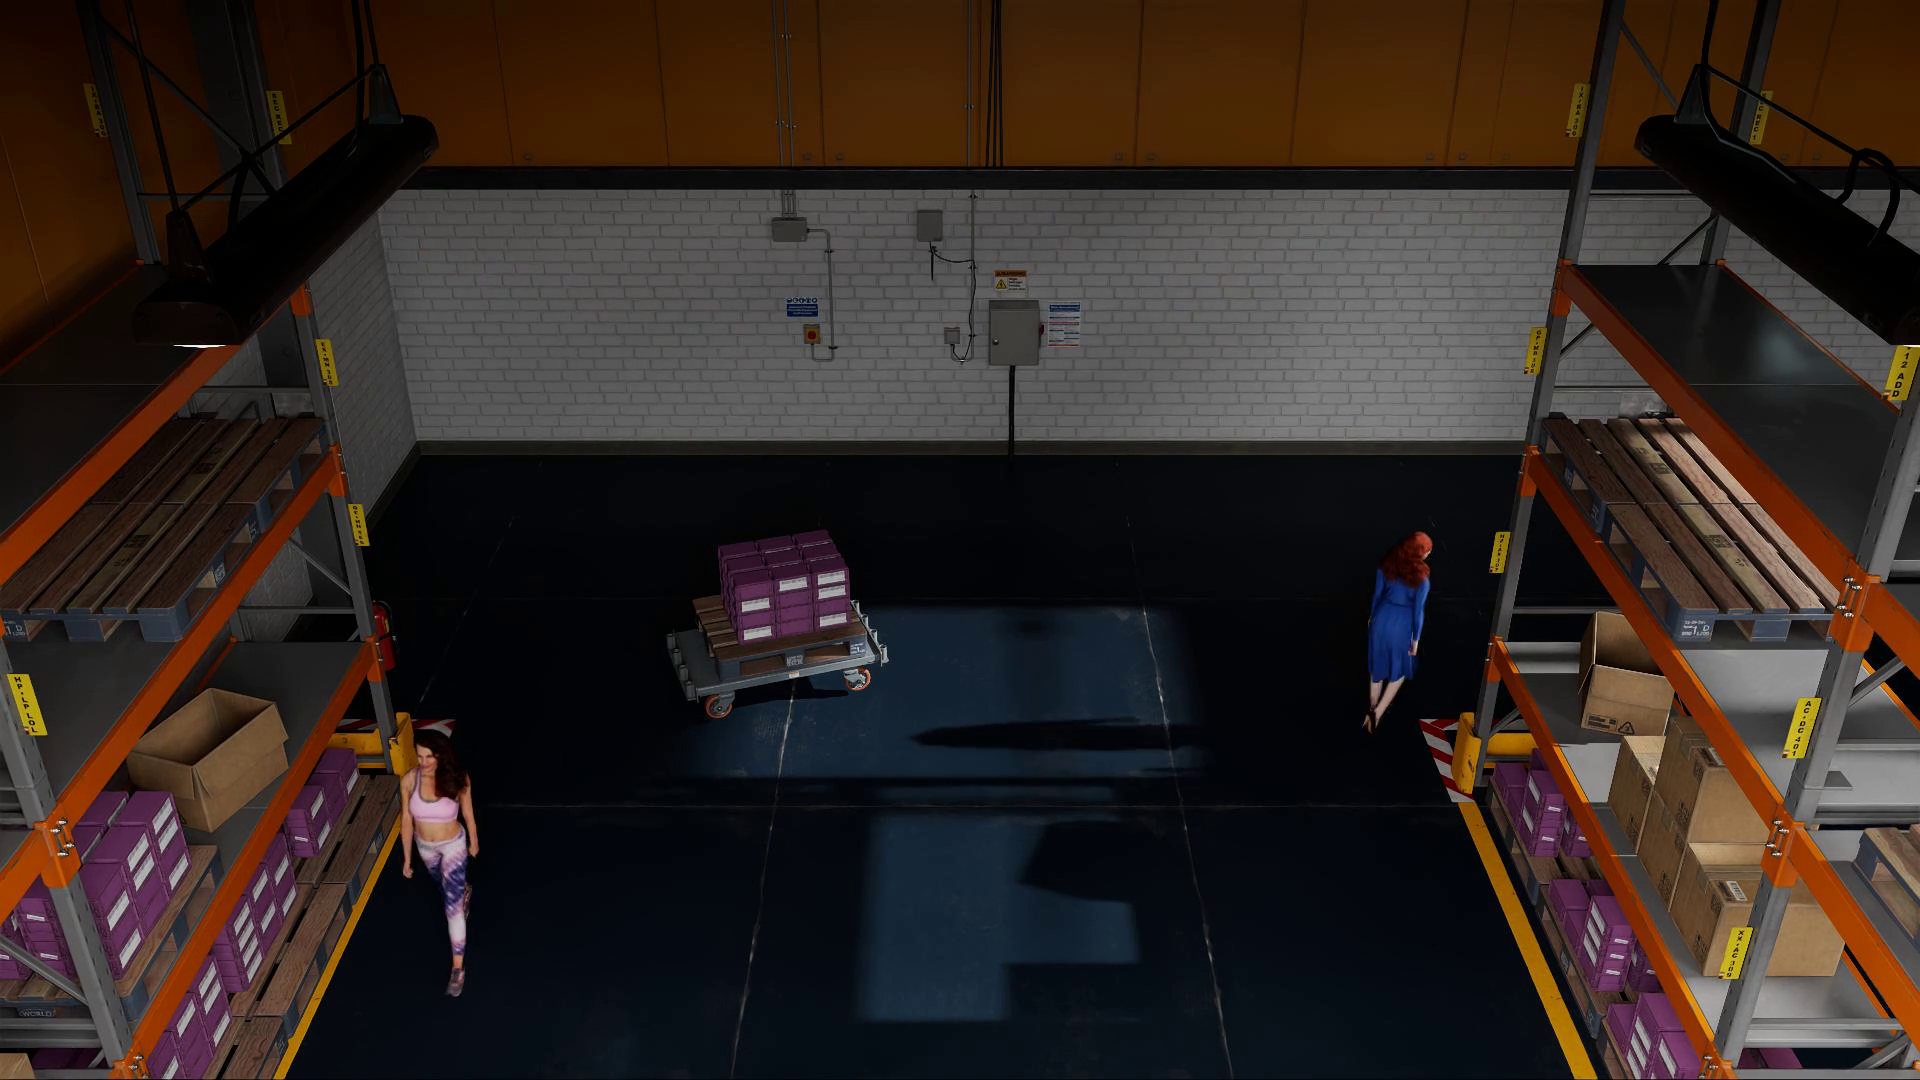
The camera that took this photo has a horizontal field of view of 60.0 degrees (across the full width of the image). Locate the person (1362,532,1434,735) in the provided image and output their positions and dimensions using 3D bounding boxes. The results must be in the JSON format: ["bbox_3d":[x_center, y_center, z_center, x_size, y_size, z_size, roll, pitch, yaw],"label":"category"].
[{"bbox_3d":[3.218,0.763,12.558,0.861,1.806,0.925,21,35,34],"label":"person"}]

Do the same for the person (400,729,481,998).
[{"bbox_3d":[-3.261,1.911,10.538,0.603,1.727,1.189,0,29,-1],"label":"person"}]
